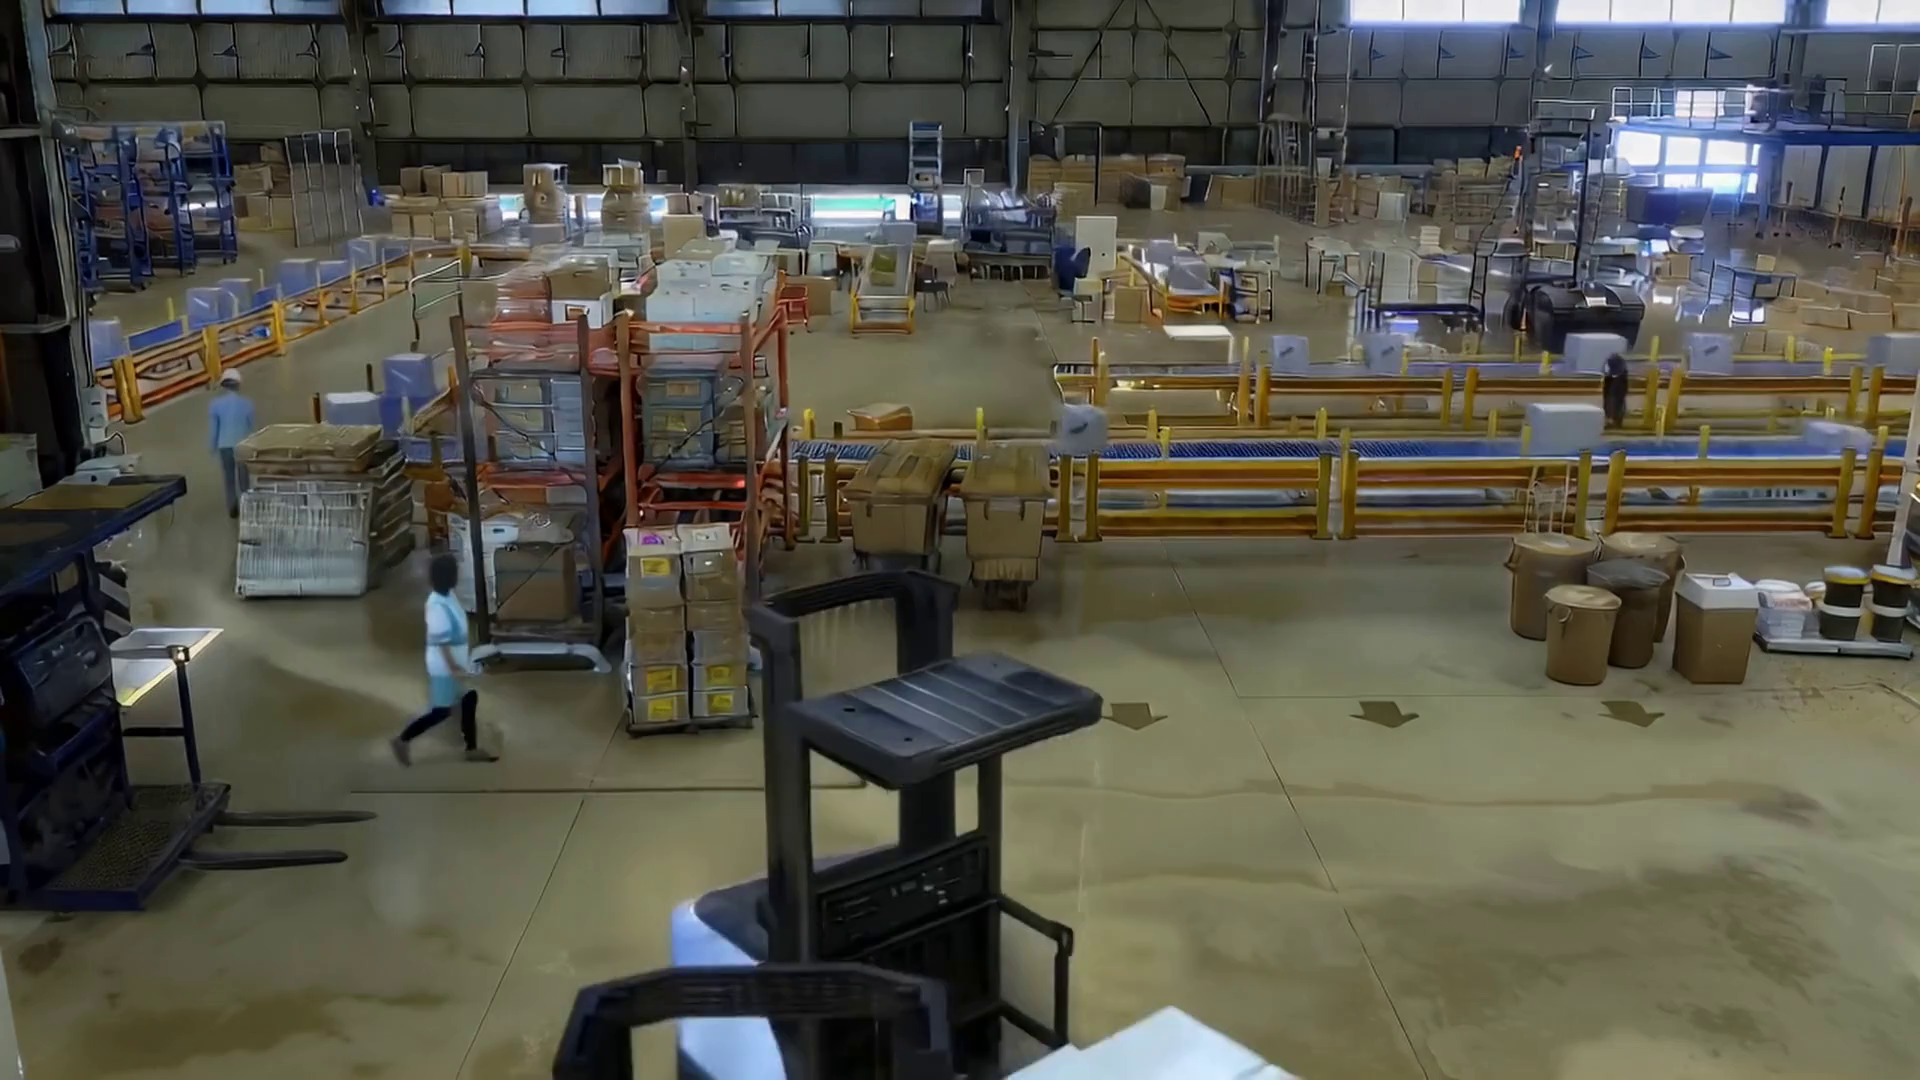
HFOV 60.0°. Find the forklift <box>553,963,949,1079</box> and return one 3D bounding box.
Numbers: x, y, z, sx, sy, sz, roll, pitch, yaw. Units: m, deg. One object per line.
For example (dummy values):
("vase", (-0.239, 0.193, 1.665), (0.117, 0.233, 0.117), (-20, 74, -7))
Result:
("forklift", (-0.495, 2.485, 4.438), (1.129, 2.768, 1.873), (-1, 16, -2))

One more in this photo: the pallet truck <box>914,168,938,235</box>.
("pallet truck", (-0.989, -10.316, 50.507), (0.823, 1.965, 1.885), (1, 16, 3))

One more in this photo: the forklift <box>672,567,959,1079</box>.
("forklift", (-0.466, 1.558, 7.661), (1.129, 2.768, 1.873), (-13, 20, -38))

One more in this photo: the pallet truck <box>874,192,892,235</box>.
("pallet truck", (-2.277, -9.986, 50.594), (0.653, 1.274, 1.630), (0, 16, -1))

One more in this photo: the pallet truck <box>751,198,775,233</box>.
("pallet truck", (-6.051, -9.967, 50.660), (0.680, 1.201, 1.601), (0, 16, -1))

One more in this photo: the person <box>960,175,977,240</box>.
("person", (0.245, -9.619, 48.246), (0.408, 1.909, 0.642), (-11, 19, -34))

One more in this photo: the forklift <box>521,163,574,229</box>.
("forklift", (-12.233, -10.122, 49.298), (1.157, 1.987, 2.680), (0, 16, -1))

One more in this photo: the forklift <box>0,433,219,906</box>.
("forklift", (-5.952, 0.780, 10.366), (1.873, 2.768, 1.129), (0, 16, -1))

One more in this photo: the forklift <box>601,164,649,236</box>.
("forklift", (-9.948, -10.127, 49.296), (1.157, 1.987, 2.680), (-1, 16, -3))

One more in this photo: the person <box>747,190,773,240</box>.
("person", (-4.898, -7.535, 40.757), (0.616, 2.041, 0.382), (-1, 16, -5))

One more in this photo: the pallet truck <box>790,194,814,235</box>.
("pallet truck", (-4.814, -9.883, 50.259), (0.704, 1.261, 1.522), (-1, 16, -3))

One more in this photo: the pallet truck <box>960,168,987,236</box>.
("pallet truck", (0.383, -10.230, 50.206), (0.823, 1.965, 1.885), (-1, 16, -3))

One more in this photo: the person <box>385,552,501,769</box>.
("person", (-3.811, 0.895, 12.101), (0.715, 1.679, 0.523), (-1, 16, -3))

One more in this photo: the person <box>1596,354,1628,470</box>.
("person", (8.033, -1.493, 20.479), (0.372, 1.624, 0.510), (0, 16, -1))

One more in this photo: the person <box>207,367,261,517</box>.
("person", (-8.192, -1.082, 18.830), (0.554, 1.749, 0.407), (-4, 17, -14))
